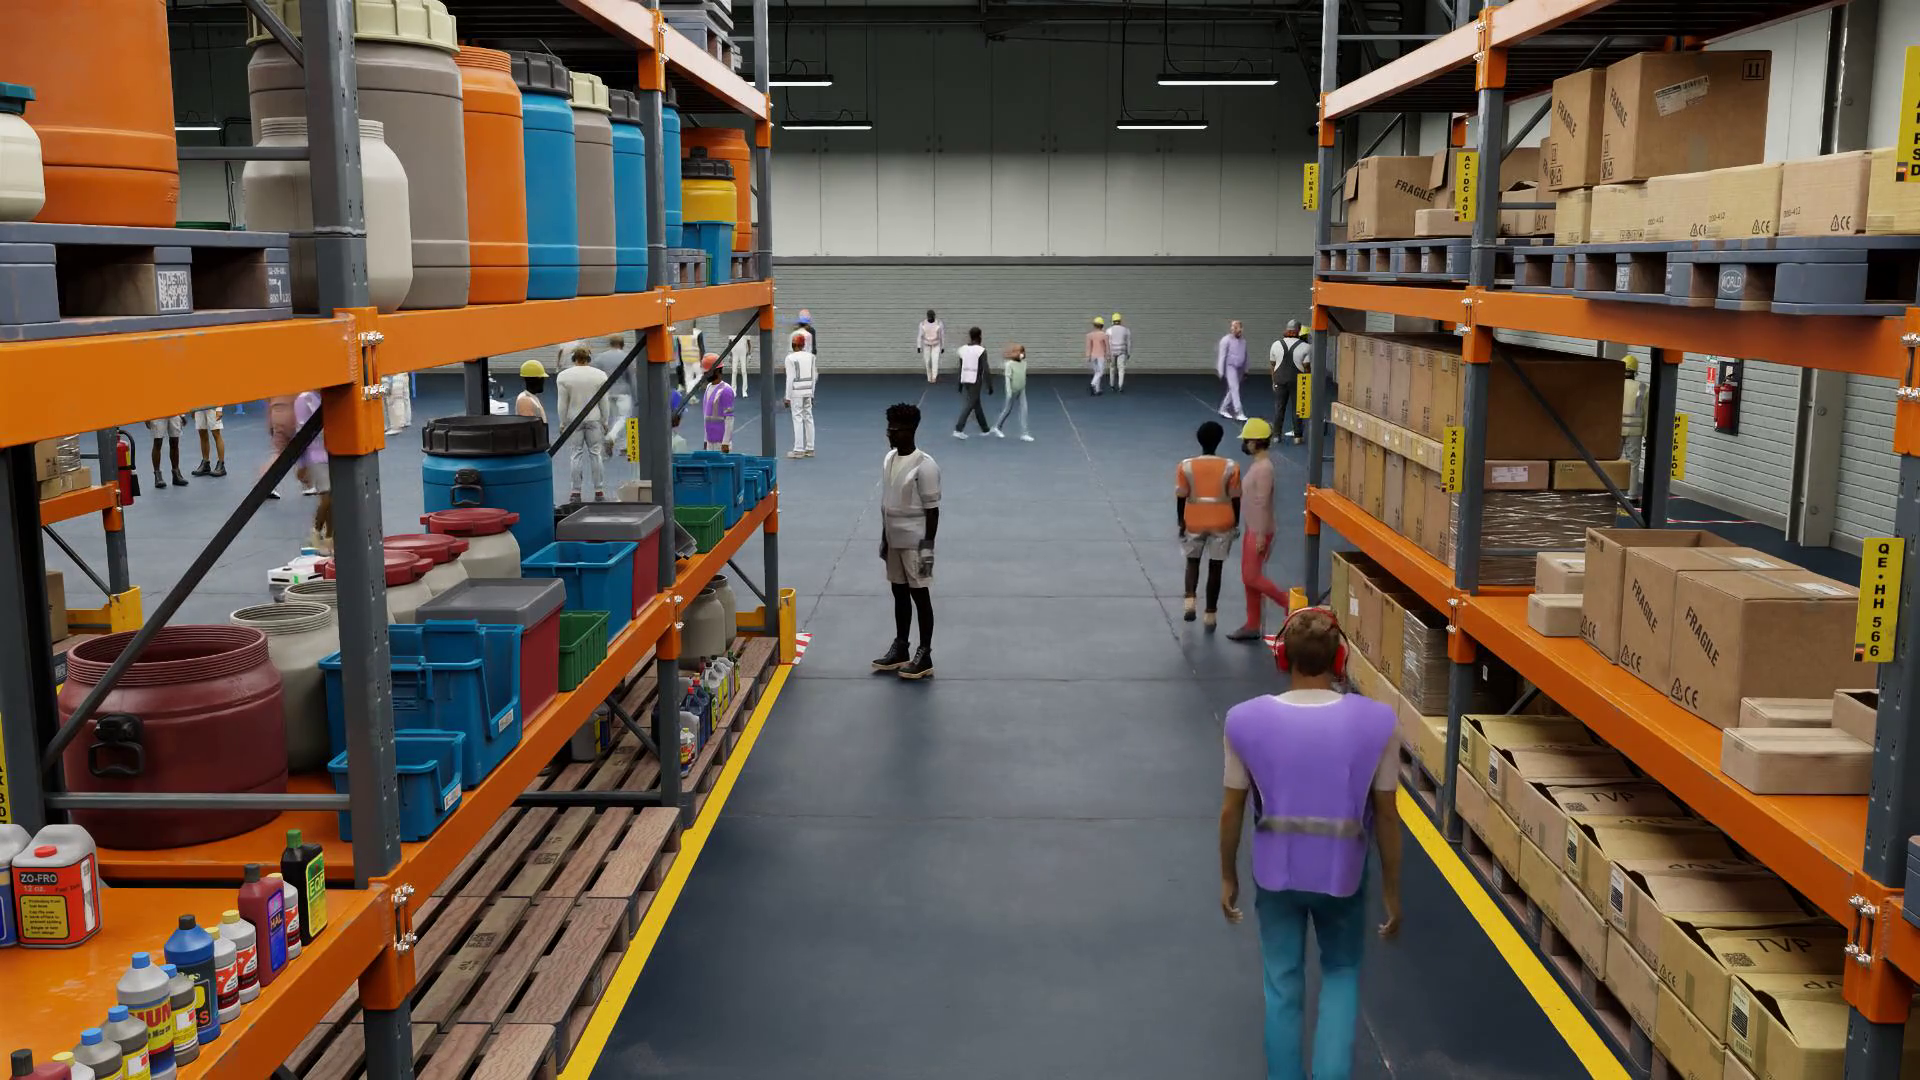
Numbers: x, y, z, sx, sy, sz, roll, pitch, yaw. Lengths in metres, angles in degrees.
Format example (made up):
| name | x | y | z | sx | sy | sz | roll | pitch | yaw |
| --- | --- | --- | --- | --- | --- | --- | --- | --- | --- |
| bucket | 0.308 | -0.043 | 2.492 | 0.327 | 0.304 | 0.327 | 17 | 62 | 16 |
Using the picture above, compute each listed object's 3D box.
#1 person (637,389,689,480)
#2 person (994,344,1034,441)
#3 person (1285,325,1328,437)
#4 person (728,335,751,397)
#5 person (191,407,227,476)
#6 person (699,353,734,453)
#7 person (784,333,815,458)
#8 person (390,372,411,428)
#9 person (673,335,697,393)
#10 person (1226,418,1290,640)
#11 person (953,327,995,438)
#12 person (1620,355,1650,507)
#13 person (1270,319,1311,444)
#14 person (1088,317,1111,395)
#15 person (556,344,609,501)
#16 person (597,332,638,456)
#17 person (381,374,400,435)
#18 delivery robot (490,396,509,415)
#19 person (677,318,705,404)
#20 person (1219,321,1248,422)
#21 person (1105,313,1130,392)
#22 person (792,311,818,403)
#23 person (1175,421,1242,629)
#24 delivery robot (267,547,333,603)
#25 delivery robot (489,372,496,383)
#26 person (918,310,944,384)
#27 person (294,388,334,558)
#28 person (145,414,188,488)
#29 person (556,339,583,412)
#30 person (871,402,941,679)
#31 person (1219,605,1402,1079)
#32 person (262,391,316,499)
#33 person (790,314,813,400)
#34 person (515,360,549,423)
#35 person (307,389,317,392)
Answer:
| name | x | y | z | sx | sy | sz | roll | pitch | yaw |
| --- | --- | --- | --- | --- | --- | --- | --- | --- | --- |
| person | -2.452 | -0.262 | 13.552 | 0.578 | 1.928 | 0.599 | -9 | 13 | -42 |
| person | 0.900 | -2.481 | 27.827 | 0.495 | 1.604 | 0.820 | -8 | 12 | -39 |
| person | 5.856 | -2.673 | 28.050 | 0.613 | 1.902 | 0.734 | -8 | 12 | -38 |
| person | -4.857 | -4.079 | 36.609 | 0.519 | 1.865 | 0.331 | 0 | 9 | 1 |
| person | -10.456 | -1.854 | 23.059 | 0.546 | 1.938 | 0.361 | 3 | 10 | 17 |
| person | -2.781 | -1.161 | 18.938 | 0.372 | 1.928 | 0.543 | -7 | 12 | -35 |
| person | -2.431 | -2.192 | 25.248 | 0.359 | 1.882 | 0.575 | 8 | 13 | 41 |
| person | -10.035 | -2.827 | 29.779 | 0.307 | 1.641 | 0.513 | 2 | 10 | 13 |
| person | -6.259 | -4.215 | 38.045 | 0.539 | 1.666 | 0.634 | 5 | 11 | 29 |
| person | 2.377 | -0.072 | 12.921 | 0.492 | 1.757 | 0.529 | 0 | 9 | 1 |
| person | 0.236 | -2.660 | 28.137 | 1.028 | 1.872 | 0.608 | -8 | 13 | -41 |
| person | 8.073 | -1.321 | 20.181 | 0.600 | 1.832 | 0.404 | 5 | 11 | 26 |
| person | 5.459 | -2.605 | 27.377 | 0.676 | 2.000 | 0.536 | 4 | 10 | 25 |
| person | 3.045 | -4.087 | 37.003 | 0.528 | 1.743 | 0.671 | 7 | 12 | 38 |
| person | -4.679 | -1.459 | 20.684 | 0.635 | 1.938 | 0.359 | -4 | 10 | -20 |
| person | -5.226 | -2.217 | 25.309 | 0.637 | 1.920 | 0.827 | 4 | 10 | 22 |
| person | -9.833 | -2.591 | 28.395 | 0.531 | 1.614 | 0.550 | 9 | 13 | 44 |
| delivery robot | -8.497 | -2.358 | 30.058 | 0.477 | 0.478 | 0.707 | 5 | 11 | 26 |
| person | -5.604 | -3.748 | 34.726 | 0.656 | 1.828 | 0.468 | 5 | 11 | 26 |
| person | 5.172 | -3.196 | 31.317 | 0.662 | 1.872 | 0.895 | -8 | 13 | -41 |
| person | 3.617 | -4.308 | 38.196 | 0.584 | 1.795 | 0.914 | 1 | 10 | 4 |
| person | -3.211 | -3.773 | 34.528 | 0.640 | 1.947 | 0.575 | 5 | 11 | 27 |
| person | 2.014 | -0.123 | 13.450 | 0.534 | 1.683 | 0.369 | 2 | 10 | 14 |
| delivery robot | -5.518 | 0.308 | 14.092 | 0.477 | 0.478 | 0.707 | 3 | 10 | 18 |
| delivery robot | -10.403 | -3.591 | 36.668 | 0.335 | 0.223 | 0.698 | -5 | 11 | -28 |
| person | -0.703 | -4.782 | 41.002 | 0.635 | 1.803 | 0.901 | 1 | 10 | 6 |
| person | -6.247 | -0.797 | 16.455 | 0.436 | 2.026 | 0.652 | 6 | 11 | 31 |
| person | -10.502 | -1.676 | 21.992 | 0.360 | 1.935 | 0.552 | 8 | 12 | 38 |
| person | -7.724 | -3.437 | 32.904 | 0.542 | 1.813 | 0.991 | 1 | 10 | 8 |
| person | -0.377 | -0.004 | 11.890 | 0.374 | 1.966 | 0.608 | -7 | 11 | -34 |
| person | 1.158 | 1.126 | 5.521 | 0.603 | 1.829 | 0.453 | 2 | 10 | 9 |
| person | -8.507 | -1.459 | 20.957 | 0.651 | 1.860 | 0.906 | 4 | 10 | 21 |
| person | -3.190 | -3.541 | 33.217 | 0.607 | 1.924 | 0.617 | 9 | 13 | 44 |
| person | -4.505 | -0.936 | 17.587 | 0.370 | 1.929 | 0.585 | -2 | 10 | -11 |
| person | -11.218 | -2.731 | 28.398 | 0.643 | 1.912 | 0.410 | -3 | 10 | -15 |
